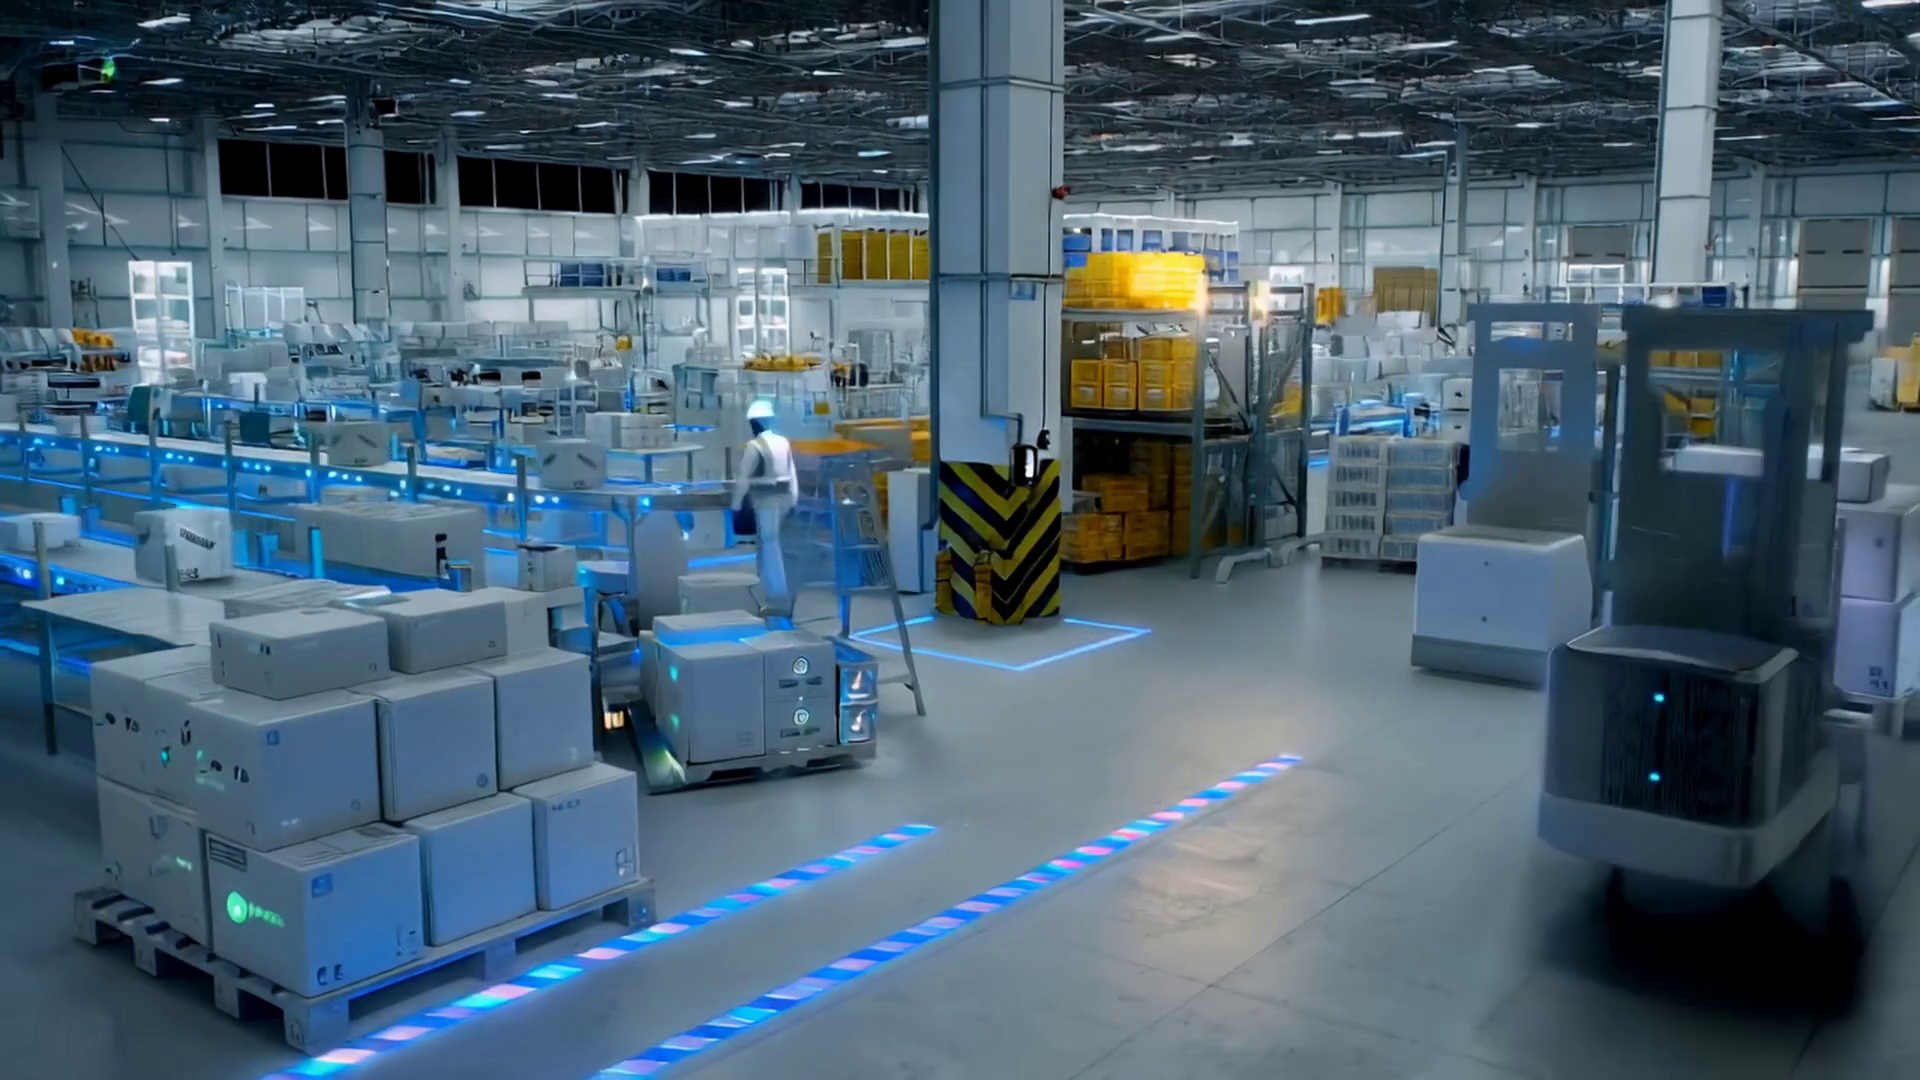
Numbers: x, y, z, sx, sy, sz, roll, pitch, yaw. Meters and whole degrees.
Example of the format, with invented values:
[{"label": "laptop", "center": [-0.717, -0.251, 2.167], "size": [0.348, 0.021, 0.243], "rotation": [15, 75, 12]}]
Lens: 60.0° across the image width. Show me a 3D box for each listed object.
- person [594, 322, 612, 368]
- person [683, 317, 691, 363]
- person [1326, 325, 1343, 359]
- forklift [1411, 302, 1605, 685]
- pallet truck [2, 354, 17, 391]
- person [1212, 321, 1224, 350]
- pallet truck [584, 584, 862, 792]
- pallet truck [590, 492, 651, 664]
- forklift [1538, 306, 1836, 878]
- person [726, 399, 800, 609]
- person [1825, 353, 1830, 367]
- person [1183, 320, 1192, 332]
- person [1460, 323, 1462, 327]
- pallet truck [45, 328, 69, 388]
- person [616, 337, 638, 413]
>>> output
[{"label": "person", "center": [-13.141, -7.103, 61.293], "size": [0.583, 1.827, 0.989], "rotation": [1, 8, 7]}, {"label": "person", "center": [-11.247, -8.251, 68.753], "size": [0.381, 1.917, 0.584], "rotation": [0, 8, -3]}, {"label": "person", "center": [11.582, -5.663, 51.327], "size": [0.634, 1.916, 0.802], "rotation": [-4, 9, -25]}, {"label": "forklift", "center": [4.379, -0.438, 12.852], "size": [1.129, 2.768, 1.873], "rotation": [7, 11, 37]}, {"label": "pallet truck", "center": [-24.881, -4.417, 42.634], "size": [1.885, 1.965, 0.823], "rotation": [8, 11, 41]}, {"label": "person", "center": [7.847, -5.691, 51.080], "size": [0.539, 2.000, 0.688], "rotation": [6, 10, 36]}, {"label": "pallet truck", "center": [-1.426, 0.805, 10.019], "size": [1.601, 1.201, 0.680], "rotation": [-4, 9, -26]}, {"label": "pallet truck", "center": [-3.115, 0.344, 12.883], "size": [0.653, 1.274, 1.630], "rotation": [7, 11, 37]}, {"label": "forklift", "center": [3.958, 0.156, 8.847], "size": [1.129, 2.768, 1.873], "rotation": [7, 11, 37]}, {"label": "person", "center": [-1.840, -0.333, 15.383], "size": [0.774, 1.916, 0.636], "rotation": [5, 10, 29]}, {"label": "person", "center": [33.932, -7.738, 65.029], "size": [0.396, 1.993, 0.618], "rotation": [4, 9, 23]}, {"label": "person", "center": [8.324, -7.208, 61.467], "size": [1.014, 2.006, 0.608], "rotation": [-1, 8, -5]}, {"label": "person", "center": [23.645, -9.885, 79.632], "size": [0.913, 1.949, 0.605], "rotation": [-4, 9, -25]}, {"label": "pallet truck", "center": [-23.775, -4.544, 43.495], "size": [1.885, 1.965, 0.823], "rotation": [6, 10, 35]}, {"label": "person", "center": [-7.837, -3.842, 39.190], "size": [0.509, 1.872, 0.328], "rotation": [1, 9, 10]}]
